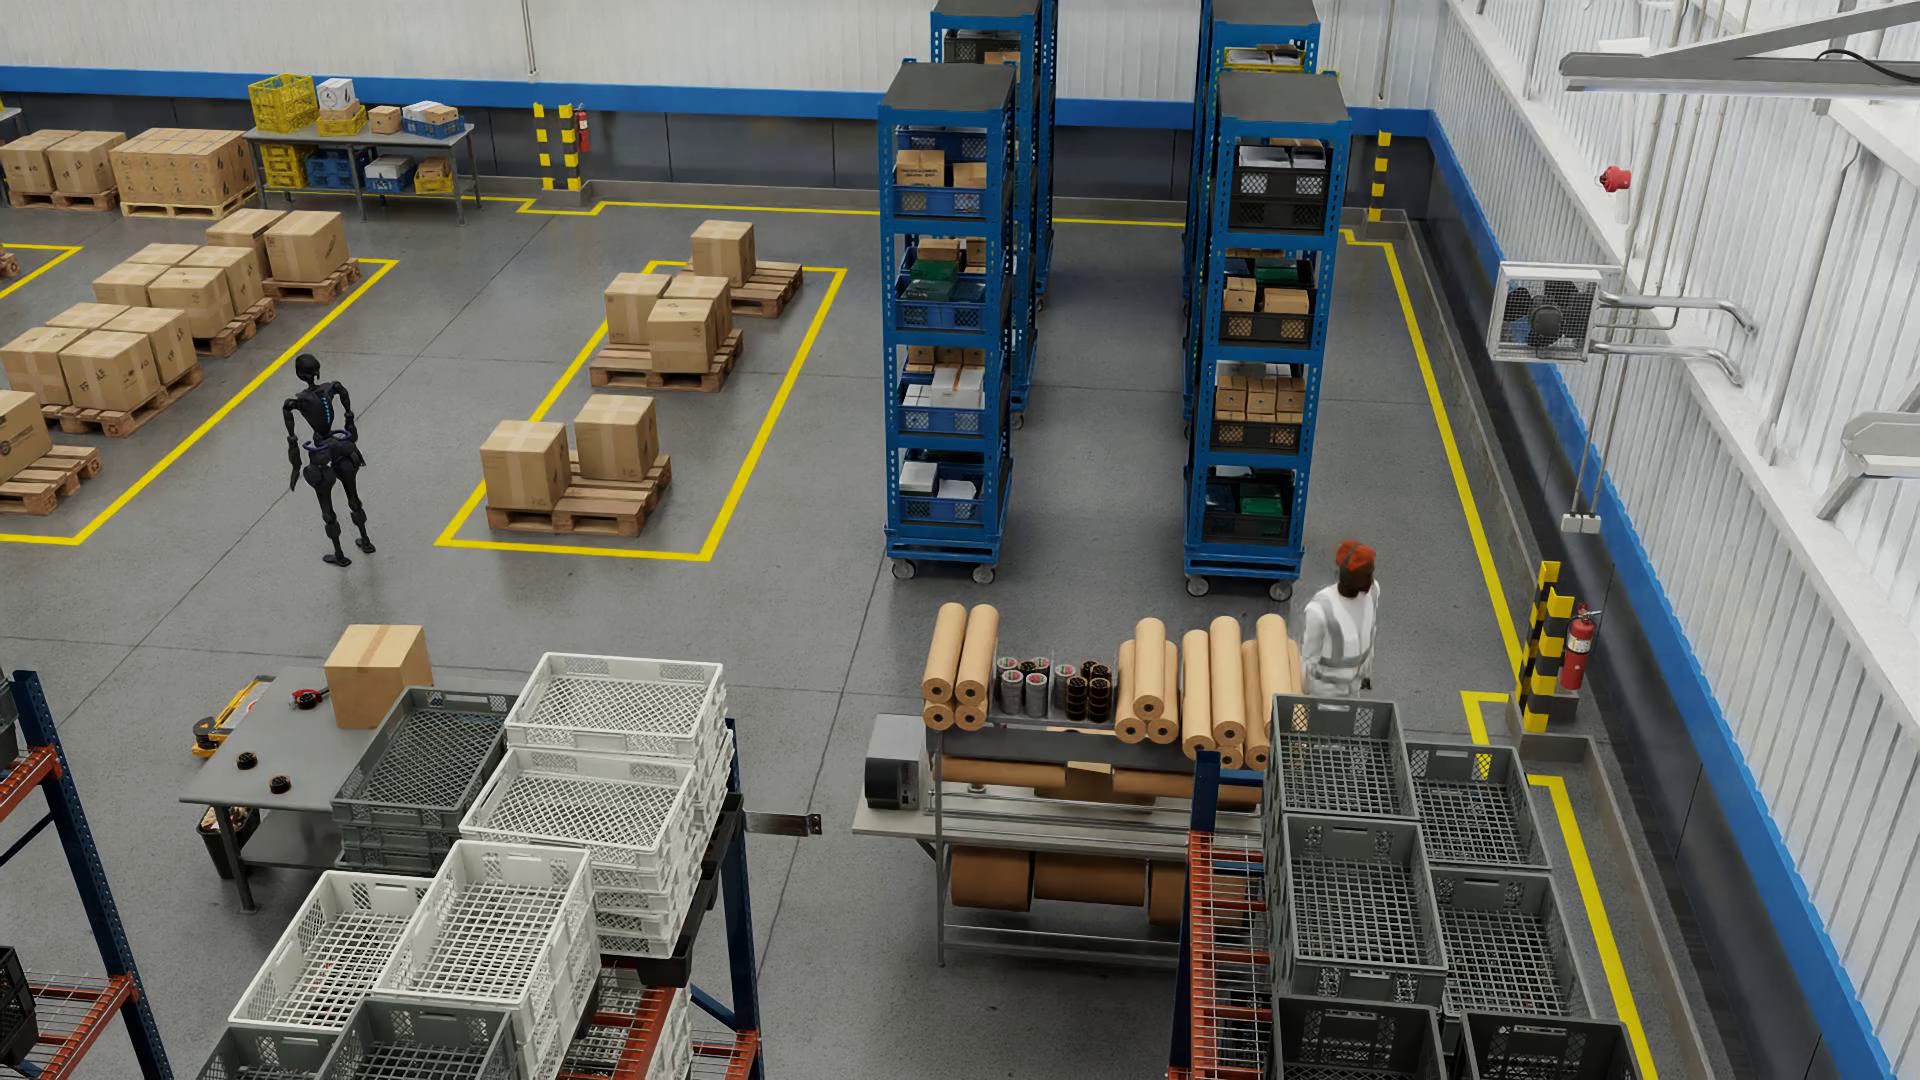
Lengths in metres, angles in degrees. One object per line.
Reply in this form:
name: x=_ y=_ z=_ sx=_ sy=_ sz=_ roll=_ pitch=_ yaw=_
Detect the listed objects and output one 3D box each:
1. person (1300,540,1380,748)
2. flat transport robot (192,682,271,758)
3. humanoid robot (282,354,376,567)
person: x=2.159 y=0.794 z=9.725 sx=0.589 sy=1.862 sz=0.727 roll=-22 pitch=36 yaw=-32
flat transport robot: x=-4.089 y=1.163 z=10.648 sx=1.431 sy=0.197 sz=0.652 roll=3 pitch=30 yaw=6
humanoid robot: x=-4.685 y=-0.607 z=12.302 sx=0.326 sy=1.657 sz=0.592 roll=21 pitch=36 yaw=31
